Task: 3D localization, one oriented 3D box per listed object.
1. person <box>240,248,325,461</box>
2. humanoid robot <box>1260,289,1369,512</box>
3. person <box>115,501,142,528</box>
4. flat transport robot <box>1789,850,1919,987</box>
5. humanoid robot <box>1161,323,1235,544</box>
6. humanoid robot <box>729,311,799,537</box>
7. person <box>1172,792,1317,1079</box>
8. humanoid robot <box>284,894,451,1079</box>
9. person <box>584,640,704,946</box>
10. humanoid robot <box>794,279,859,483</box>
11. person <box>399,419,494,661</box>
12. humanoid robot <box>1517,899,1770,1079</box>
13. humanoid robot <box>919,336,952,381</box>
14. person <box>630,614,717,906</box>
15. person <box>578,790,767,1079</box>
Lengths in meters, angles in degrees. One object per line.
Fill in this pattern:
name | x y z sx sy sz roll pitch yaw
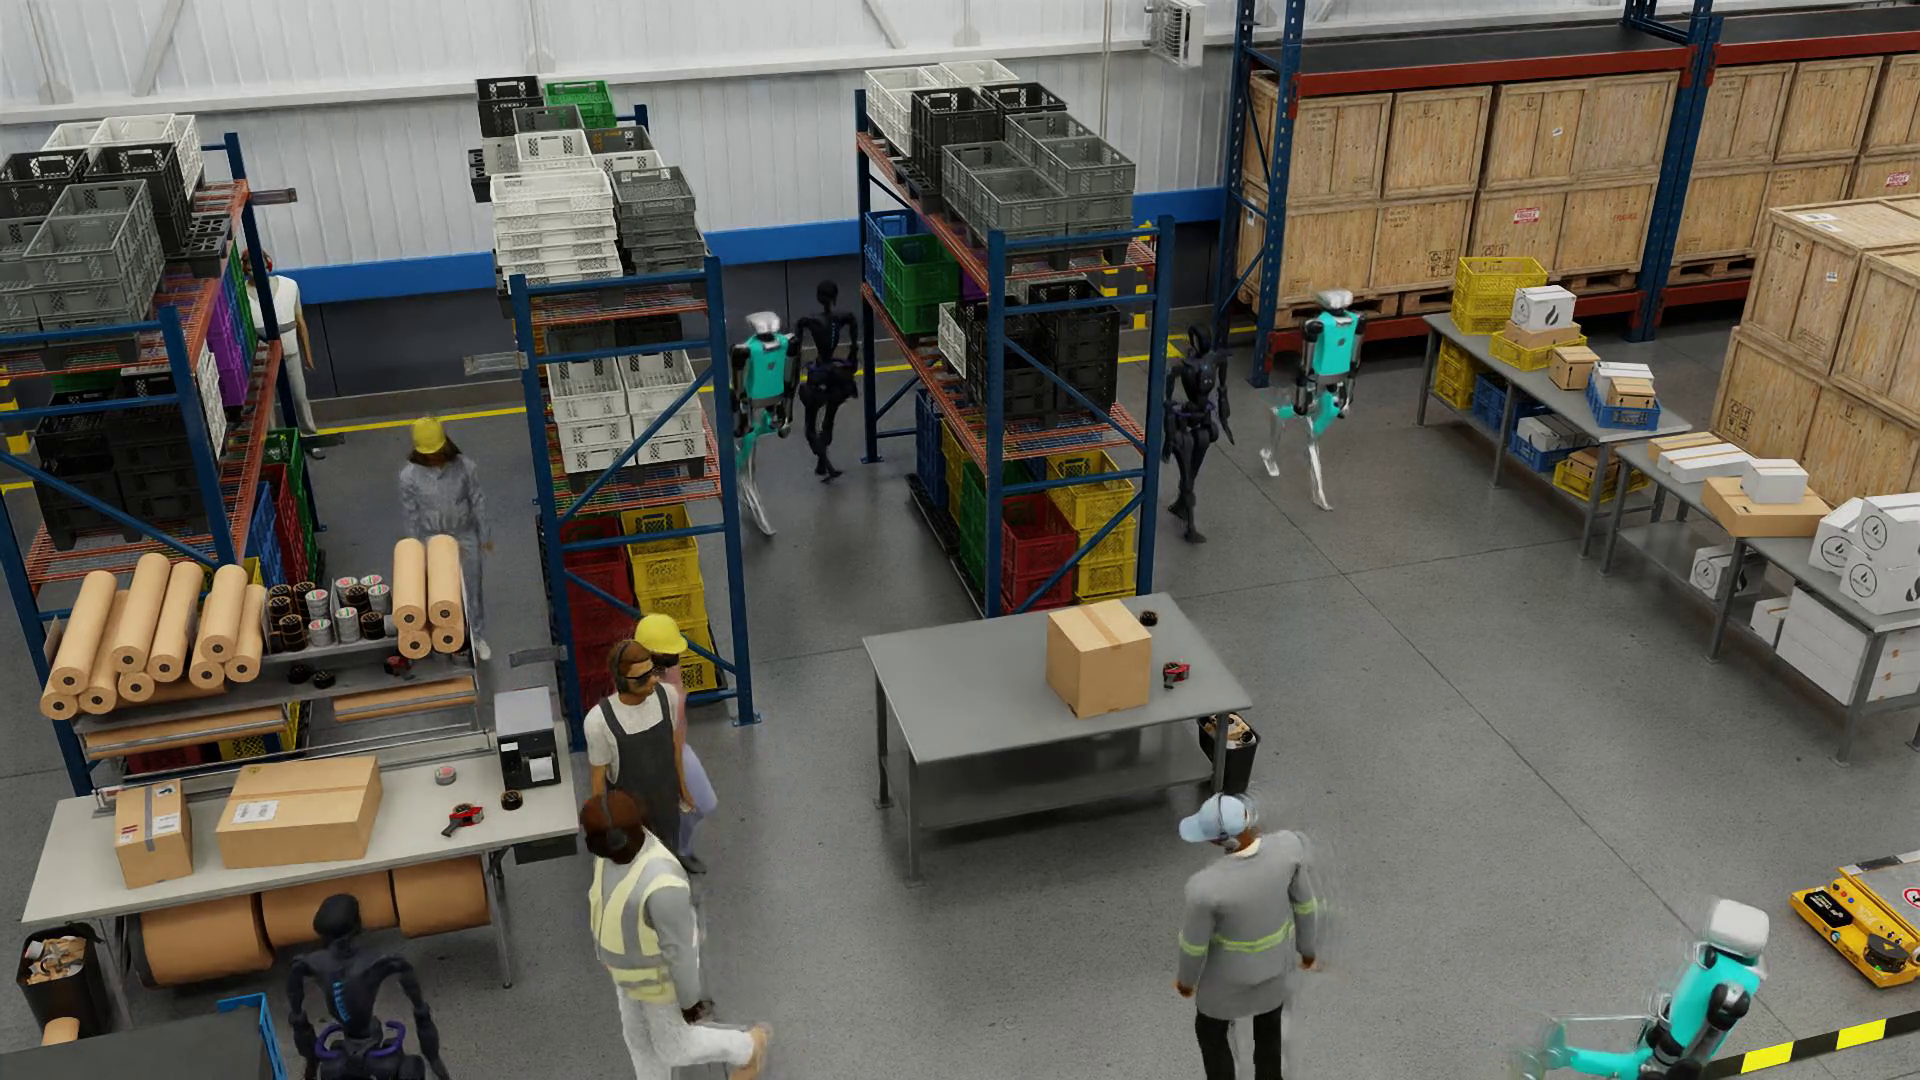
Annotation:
person | -5.440 -1.458 13.192 0.559 1.834 0.391 -16 33 -27
humanoid robot | 2.645 -1.176 12.806 0.530 1.775 0.985 -11 31 -20
person | -6.119 -1.006 12.153 0.607 2.043 0.395 5 29 10
flat transport robot | 5.163 1.916 8.676 1.431 0.231 0.659 -8 30 -14
humanoid robot | 1.763 -0.806 12.186 0.600 1.636 0.674 -14 32 -24
humanoid robot | -1.544 -0.922 12.314 0.530 1.757 0.870 -18 33 -29
person | 1.270 1.823 7.253 0.732 1.811 0.379 -12 31 -21
humanoid robot | -2.418 2.120 6.868 0.612 1.644 0.616 -1 29 -2
person | -1.547 1.295 8.167 0.512 1.846 0.337 -24 37 -36
humanoid robot | -1.056 -1.228 12.960 0.612 1.640 0.495 -15 32 -25
person | -3.278 -0.020 10.690 0.499 1.728 0.442 -13 32 -23
humanoid robot | 2.633 2.125 6.826 1.049 1.741 0.542 12 31 21
humanoid robot | -0.023 -2.081 14.463 1.061 1.750 0.562 -13 31 -23
person | -1.496 1.141 8.540 0.358 1.755 0.538 11 31 19
person | -1.264 1.817 7.250 0.674 1.813 0.648 -19 34 -31
